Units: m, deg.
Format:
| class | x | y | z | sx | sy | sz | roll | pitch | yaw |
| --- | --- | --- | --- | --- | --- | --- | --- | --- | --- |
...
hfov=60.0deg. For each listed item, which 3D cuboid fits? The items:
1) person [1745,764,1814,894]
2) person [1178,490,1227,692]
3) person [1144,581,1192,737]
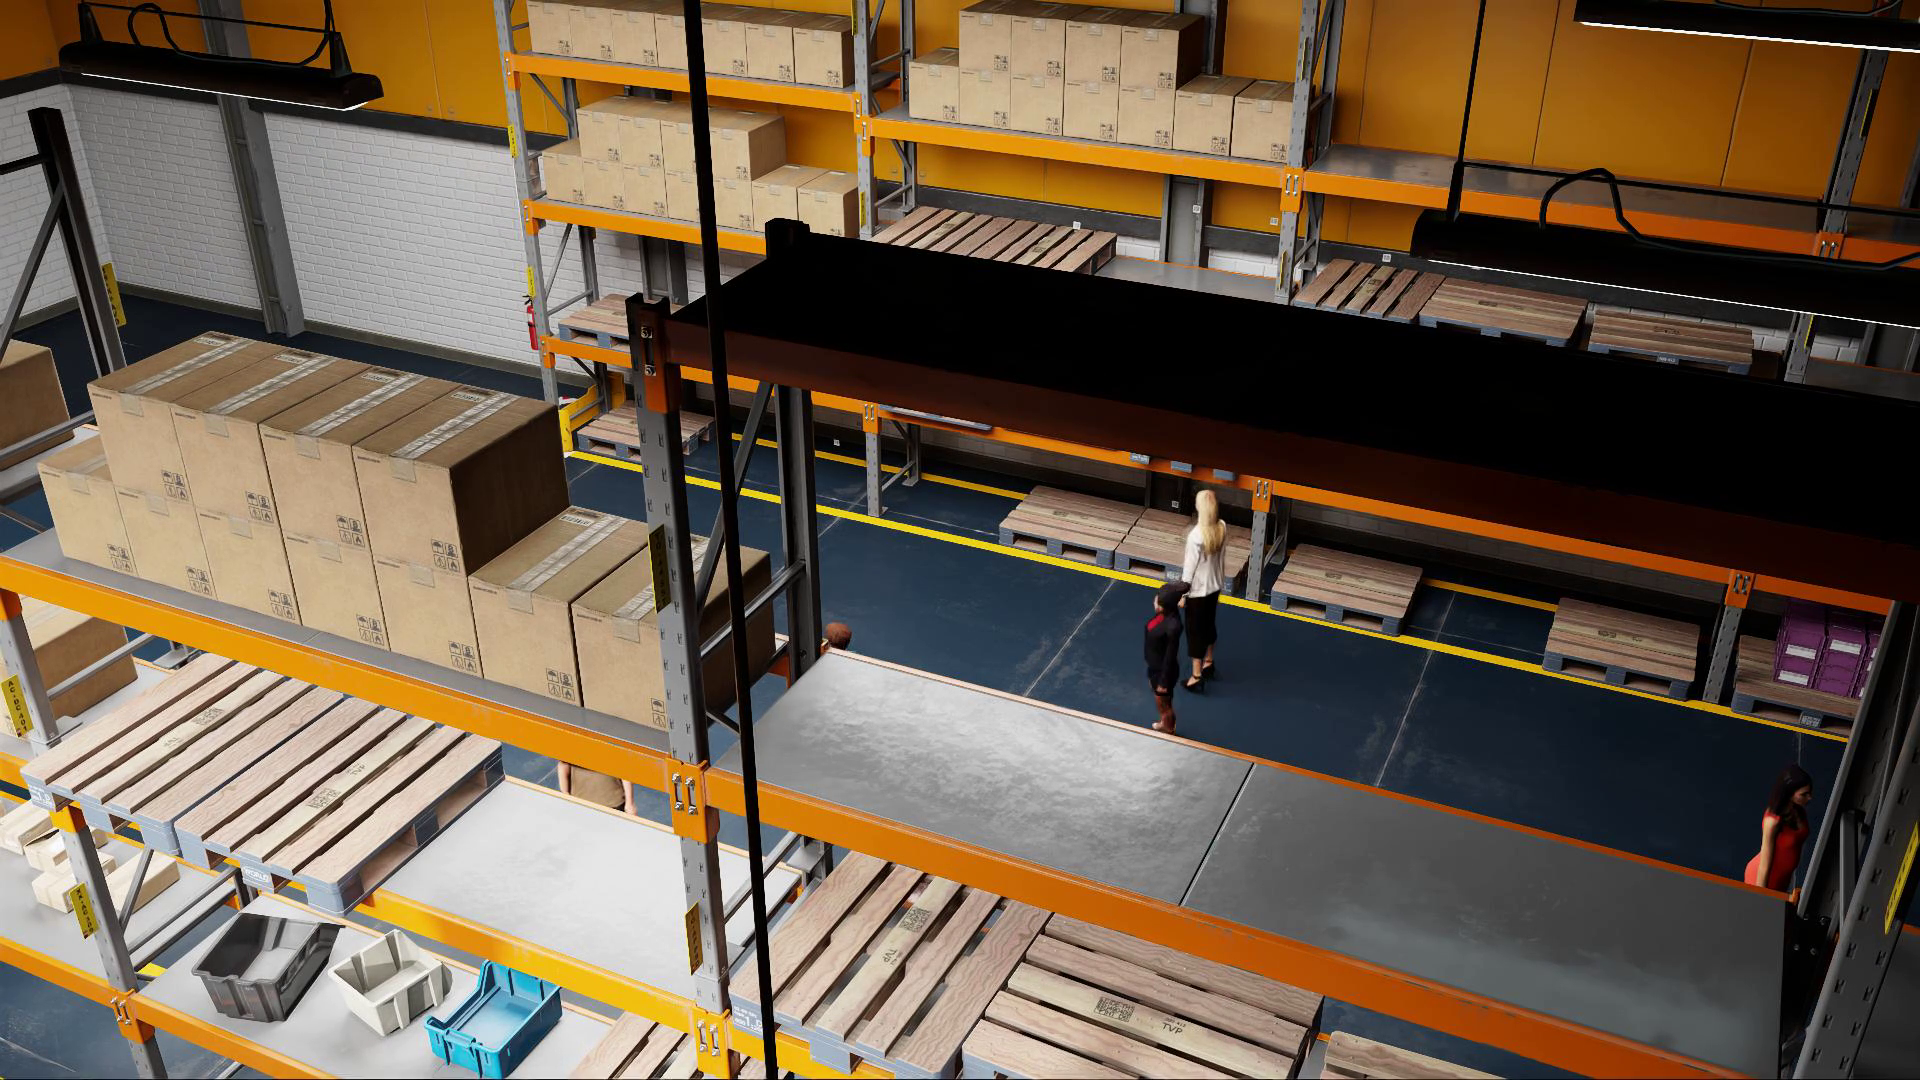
| class | x | y | z | sx | sy | sz | roll | pitch | yaw |
| --- | --- | --- | --- | --- | --- | --- | --- | --- | --- |
| person | 5.248 | 2.191 | 10.801 | 0.620 | 1.719 | 0.649 | 24 | 37 | 36 |
| person | 2.022 | 0.436 | 13.879 | 0.628 | 1.852 | 0.684 | 24 | 37 | 37 |
| person | 1.628 | 1.020 | 13.058 | 0.741 | 1.614 | 0.789 | 6 | 29 | 12 |
